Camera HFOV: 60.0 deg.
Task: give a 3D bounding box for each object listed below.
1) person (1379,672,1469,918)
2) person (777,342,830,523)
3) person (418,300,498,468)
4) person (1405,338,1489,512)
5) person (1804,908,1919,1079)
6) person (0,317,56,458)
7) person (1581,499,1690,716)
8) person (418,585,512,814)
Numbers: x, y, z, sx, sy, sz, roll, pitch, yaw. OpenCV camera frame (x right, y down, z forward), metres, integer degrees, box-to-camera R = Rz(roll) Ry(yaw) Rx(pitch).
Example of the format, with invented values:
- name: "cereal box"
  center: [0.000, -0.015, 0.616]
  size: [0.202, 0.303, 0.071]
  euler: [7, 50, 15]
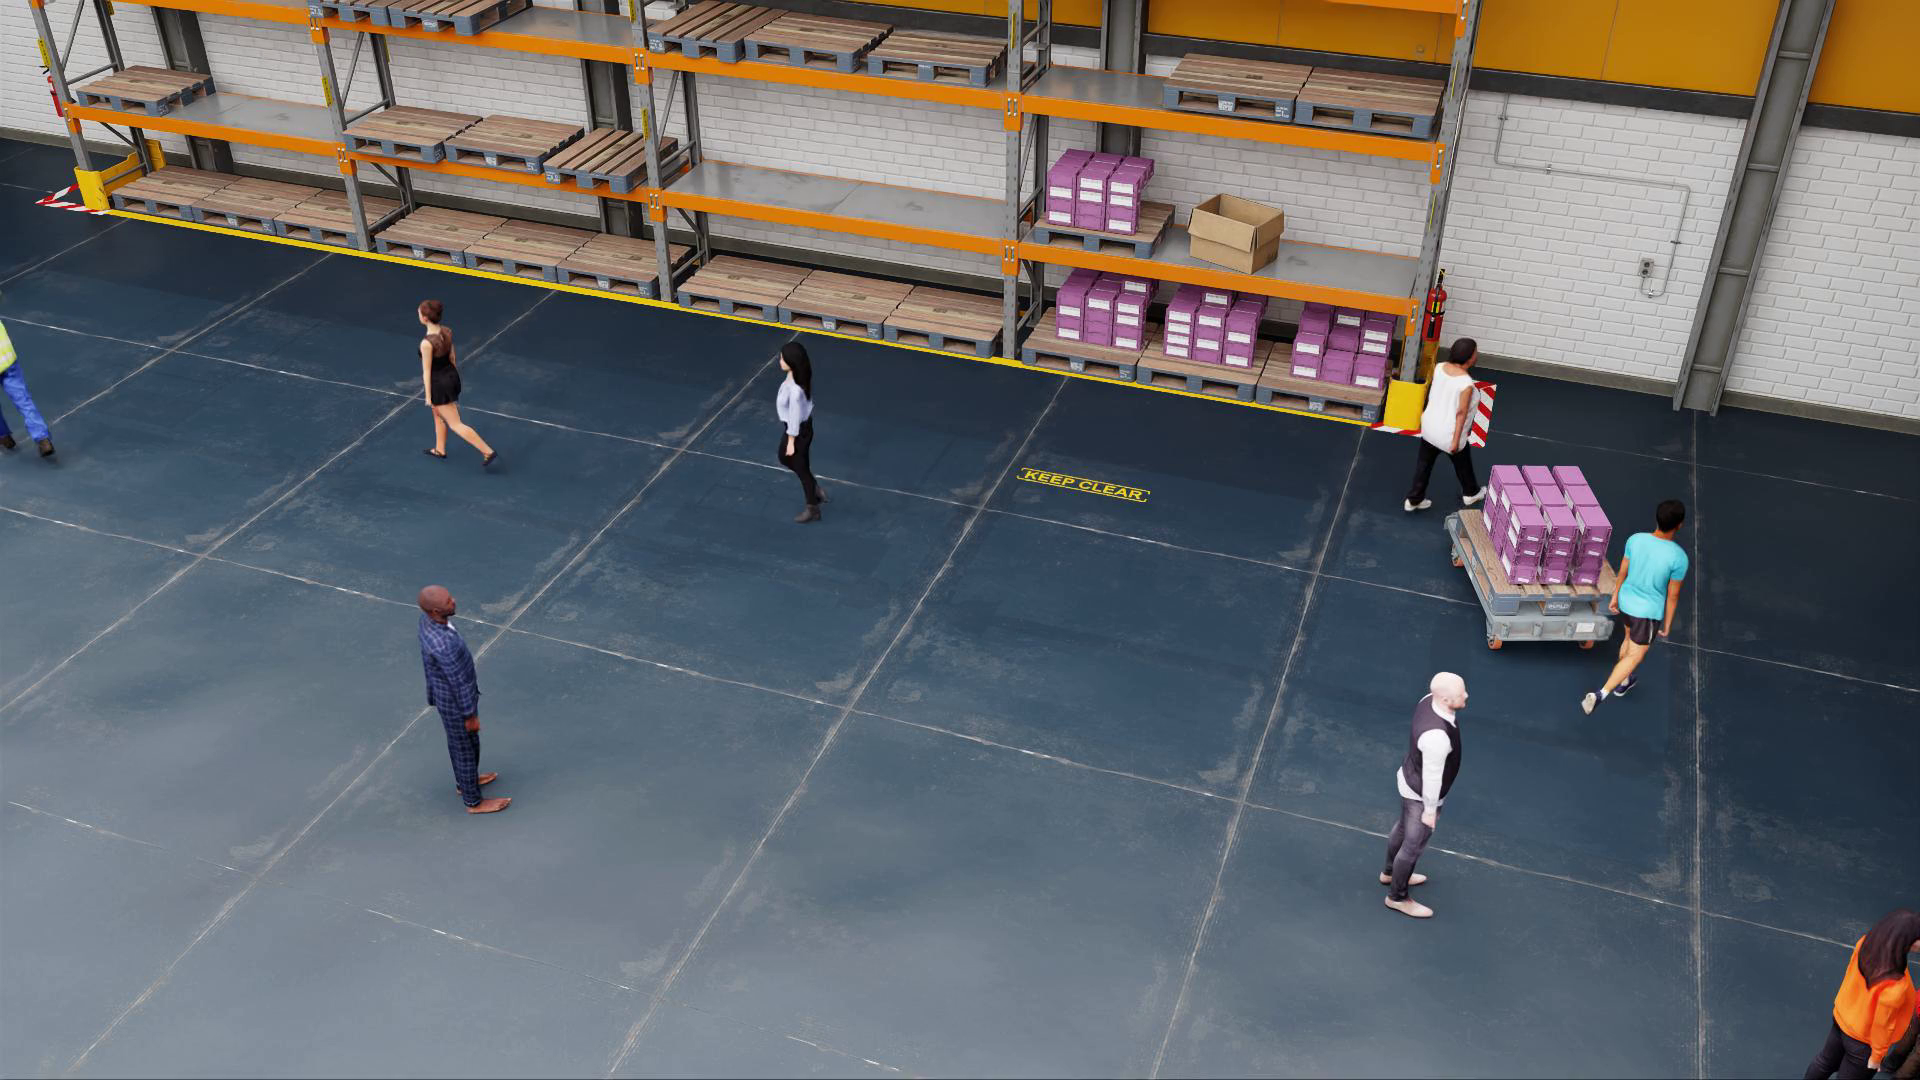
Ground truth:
- name: "person"
  center: [2.914, 1.564, 10.439]
  size: [0.649, 1.822, 0.732]
  euler: [4, 34, 7]
- name: "person"
  center: [-1.282, -0.905, 14.234]
  size: [0.794, 1.733, 0.775]
  euler: [-1, 34, -2]
- name: "person"
  center: [-4.599, -1.369, 15.012]
  size: [1.056, 1.644, 0.598]
  euler: [10, 35, 14]
- name: "person"
  center: [4.155, -0.954, 14.375]
  size: [1.127, 1.658, 1.049]
  euler: [-13, 36, -18]
- name: "person"
  center: [4.818, 2.625, 8.908]
  size: [0.628, 1.750, 0.665]
  euler: [4, 34, 6]
- name: "person"
  center: [-8.743, -1.546, 15.145]
  size: [1.238, 1.792, 0.903]
  euler: [24, 40, 31]
- name: "person"
  center: [4.880, 0.547, 12.043]
  size: [1.026, 1.739, 1.098]
  euler: [-25, 41, -33]
- name: "person"
  center: [-3.405, 1.056, 11.205]
  size: [0.822, 1.819, 0.750]
  euler: [-17, 37, -24]
